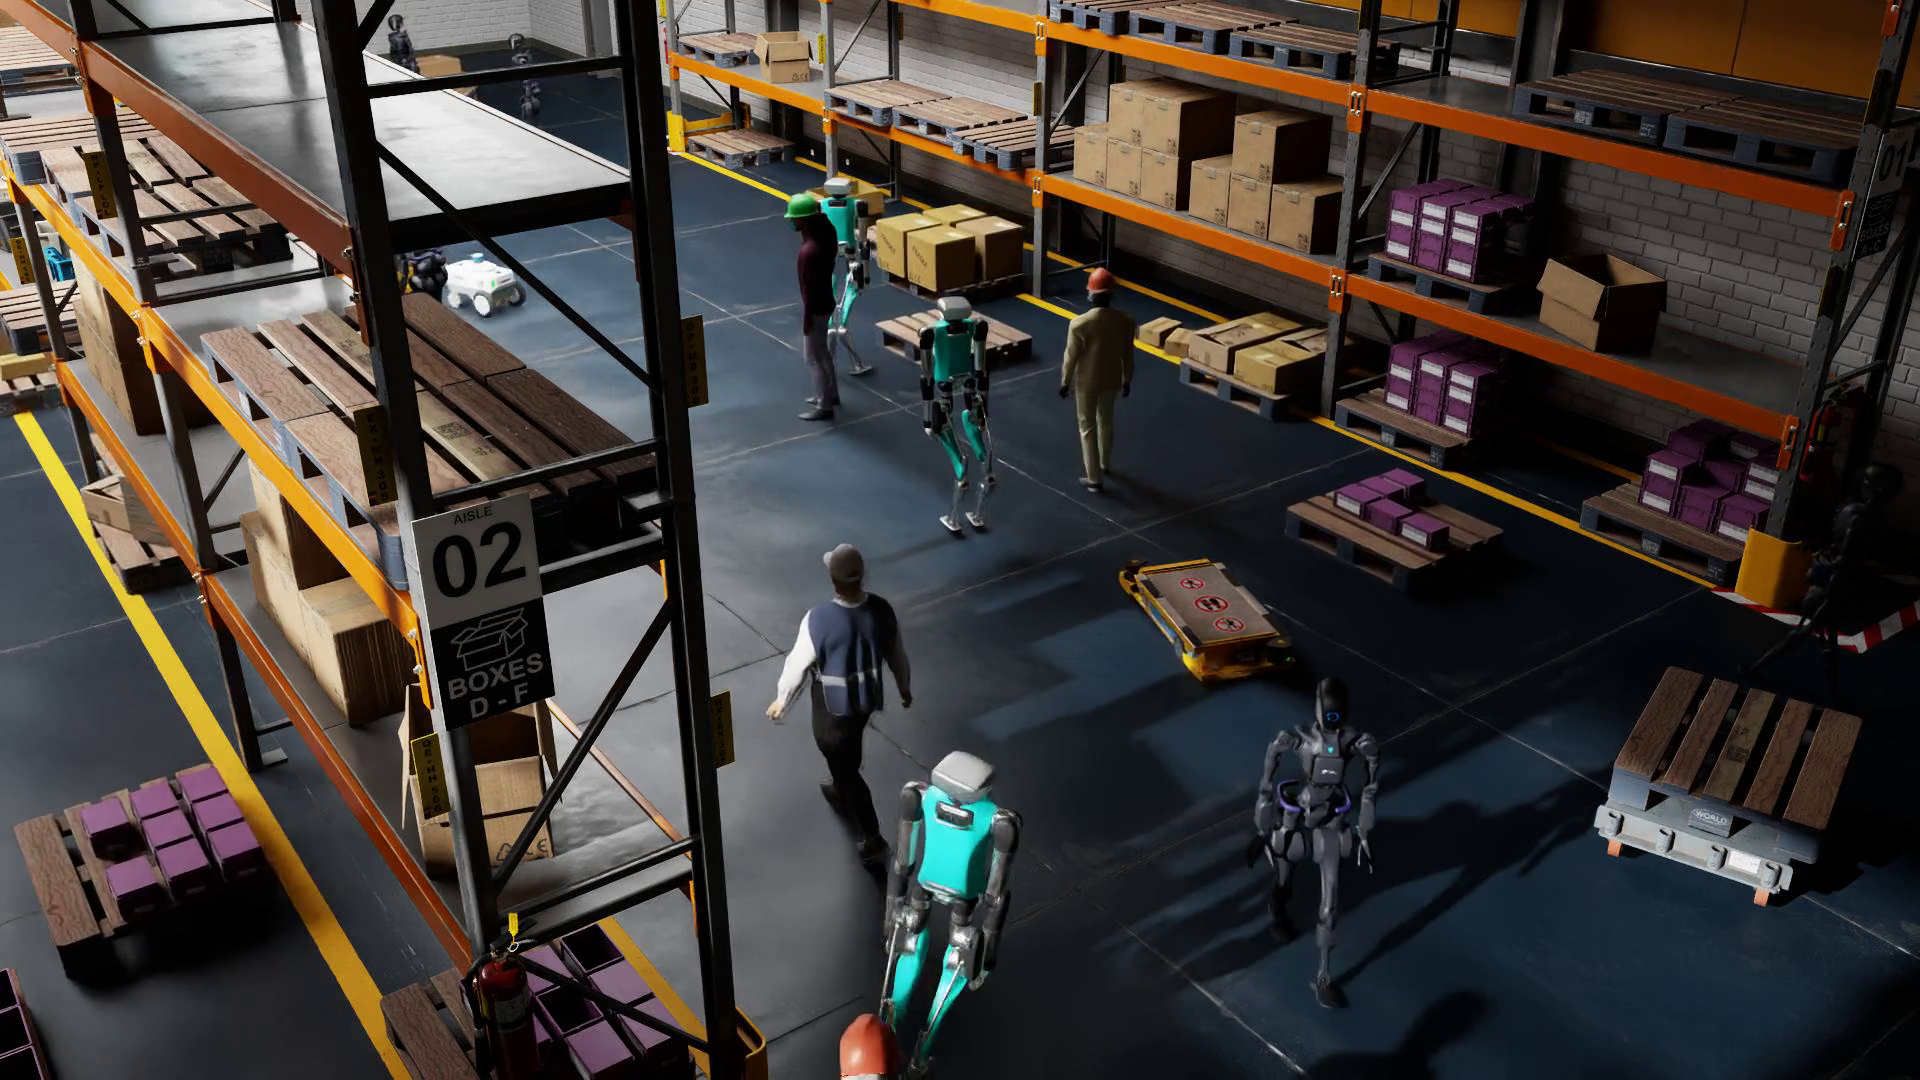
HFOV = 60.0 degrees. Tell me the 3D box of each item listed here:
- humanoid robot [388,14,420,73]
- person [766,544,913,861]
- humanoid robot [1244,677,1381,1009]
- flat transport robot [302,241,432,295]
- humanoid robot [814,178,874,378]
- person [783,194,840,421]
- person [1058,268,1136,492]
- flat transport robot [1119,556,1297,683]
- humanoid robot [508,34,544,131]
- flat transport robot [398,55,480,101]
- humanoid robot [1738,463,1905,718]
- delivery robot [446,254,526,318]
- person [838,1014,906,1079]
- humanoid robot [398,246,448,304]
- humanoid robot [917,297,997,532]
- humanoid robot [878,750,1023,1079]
[{"bbox_3d":[-7.821,-6.583,23.525,0.603,1.650,0.356,19,32,33],"label":"humanoid robot"},{"bbox_3d":[-0.587,0.831,8.711,0.747,1.724,0.860,-17,31,-30],"label":"person"},{"bbox_3d":[1.648,1.353,7.779,0.605,1.622,0.790,0,27,-1],"label":"humanoid robot"},{"bbox_3d":[-6.260,-2.822,17.600,1.431,0.231,0.659,16,31,29],"label":"flat transport robot"},{"bbox_3d":[-1.075,-2.298,14.912,0.574,1.749,0.768,2,27,5],"label":"humanoid robot"},{"bbox_3d":[-1.242,-1.968,14.065,0.453,1.929,0.510,1,27,3],"label":"person"},{"bbox_3d":[1.056,-1.241,12.834,0.582,1.737,0.576,-12,29,-22],"label":"person"},{"bbox_3d":[1.618,0.484,11.025,0.659,0.231,1.431,-8,28,-15],"label":"flat transport robot"},{"bbox_3d":[-5.809,-5.938,22.251,0.627,1.637,0.589,-11,29,-21],"label":"humanoid robot"},{"bbox_3d":[-7.752,-6.260,24.440,0.659,0.231,1.431,0,27,1],"label":"flat transport robot"},{"bbox_3d":[5.201,0.264,9.966,0.758,1.615,0.600,18,32,32],"label":"humanoid robot"},{"bbox_3d":[-4.828,-2.594,16.823,0.774,0.588,0.499,15,31,28],"label":"delivery robot"},{"bbox_3d":[-0.293,2.392,5.623,0.587,1.704,0.536,16,31,29],"label":"person"},{"bbox_3d":[-4.949,-2.508,15.433,0.389,1.649,0.585,10,28,20],"label":"humanoid robot"},{"bbox_3d":[0.044,-0.855,11.959,0.530,1.717,0.700,-11,29,-21],"label":"humanoid robot"},{"bbox_3d":[-0.222,1.791,6.824,0.571,1.766,0.955,19,32,33],"label":"humanoid robot"}]
